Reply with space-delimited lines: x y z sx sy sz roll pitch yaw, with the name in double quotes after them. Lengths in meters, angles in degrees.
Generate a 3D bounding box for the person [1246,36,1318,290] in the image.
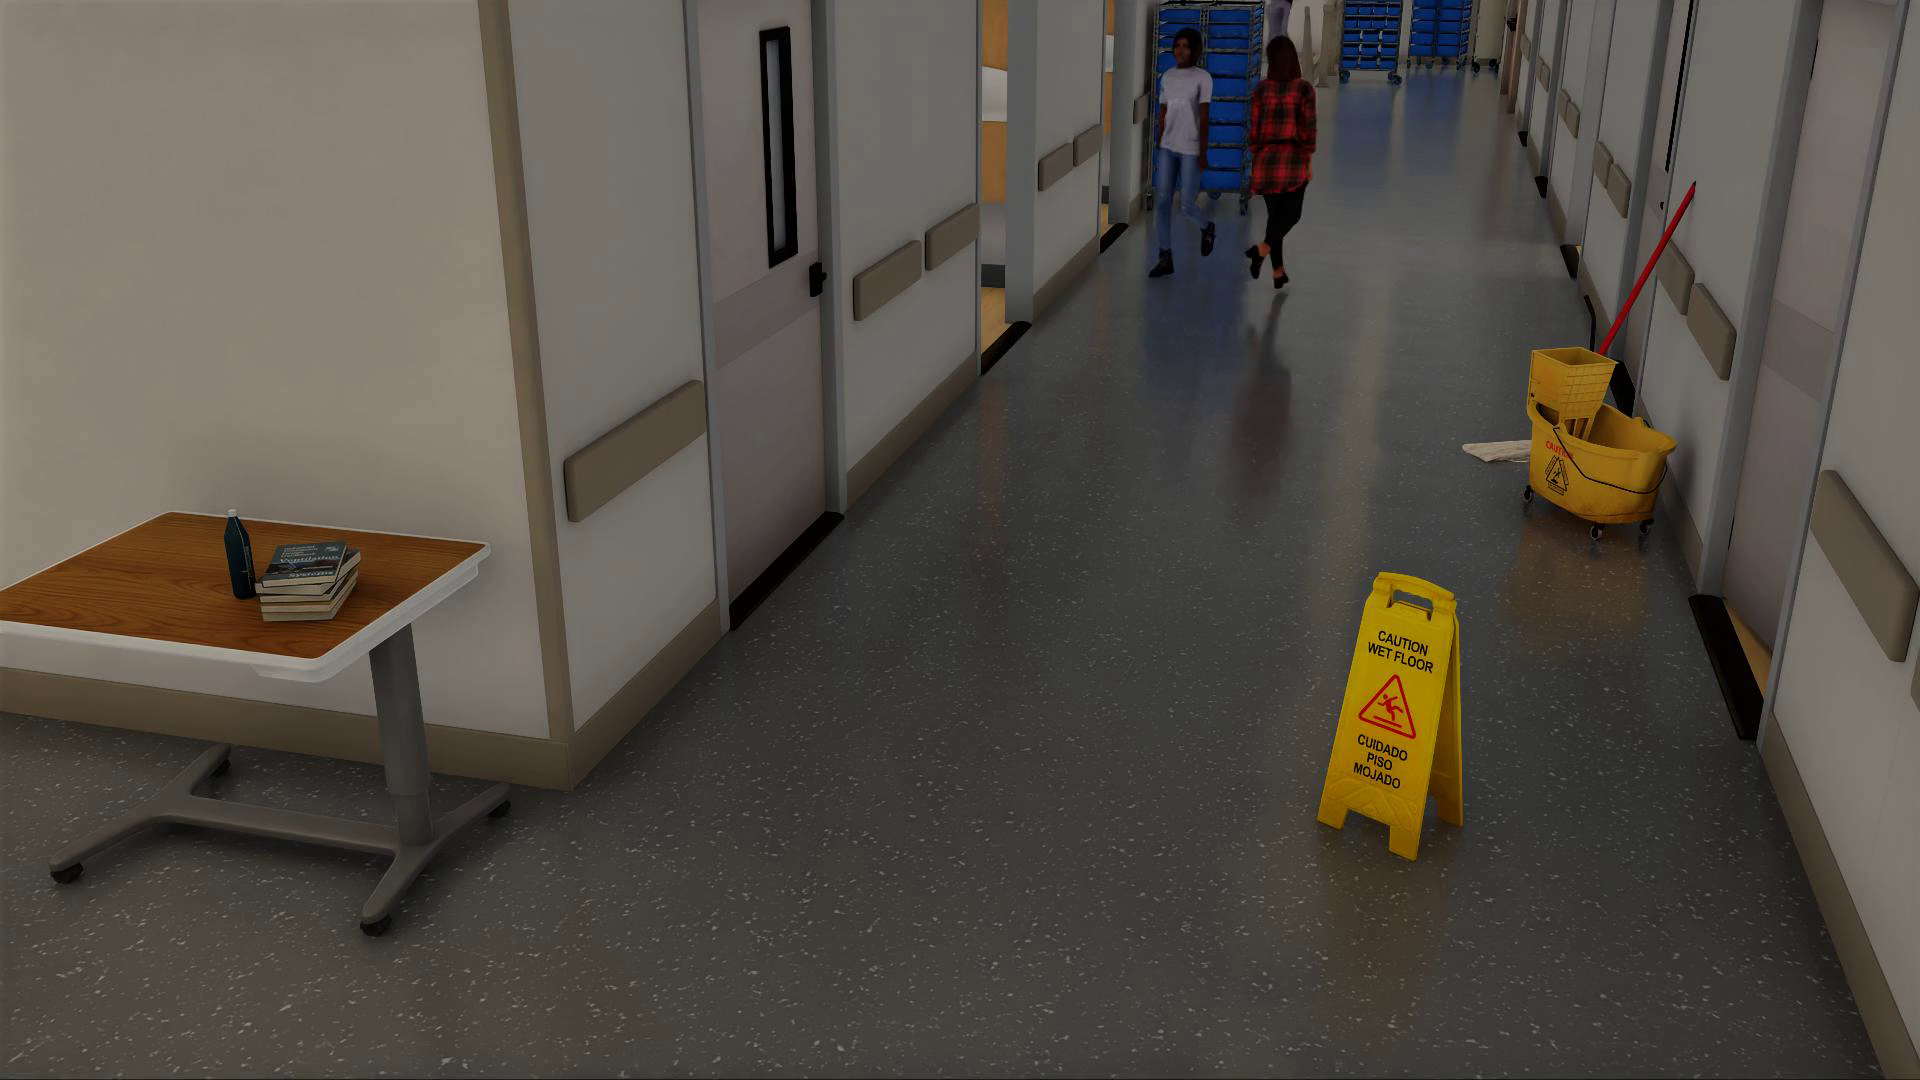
2.111 -2.469 11.114 0.805 1.672 1.022 14 25 32 "person"

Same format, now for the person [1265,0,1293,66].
4.083 -6.322 21.224 0.959 1.716 0.752 0 21 0 "person"

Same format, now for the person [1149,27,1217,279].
1.612 -2.713 11.715 0.805 1.702 0.981 17 27 38 "person"
